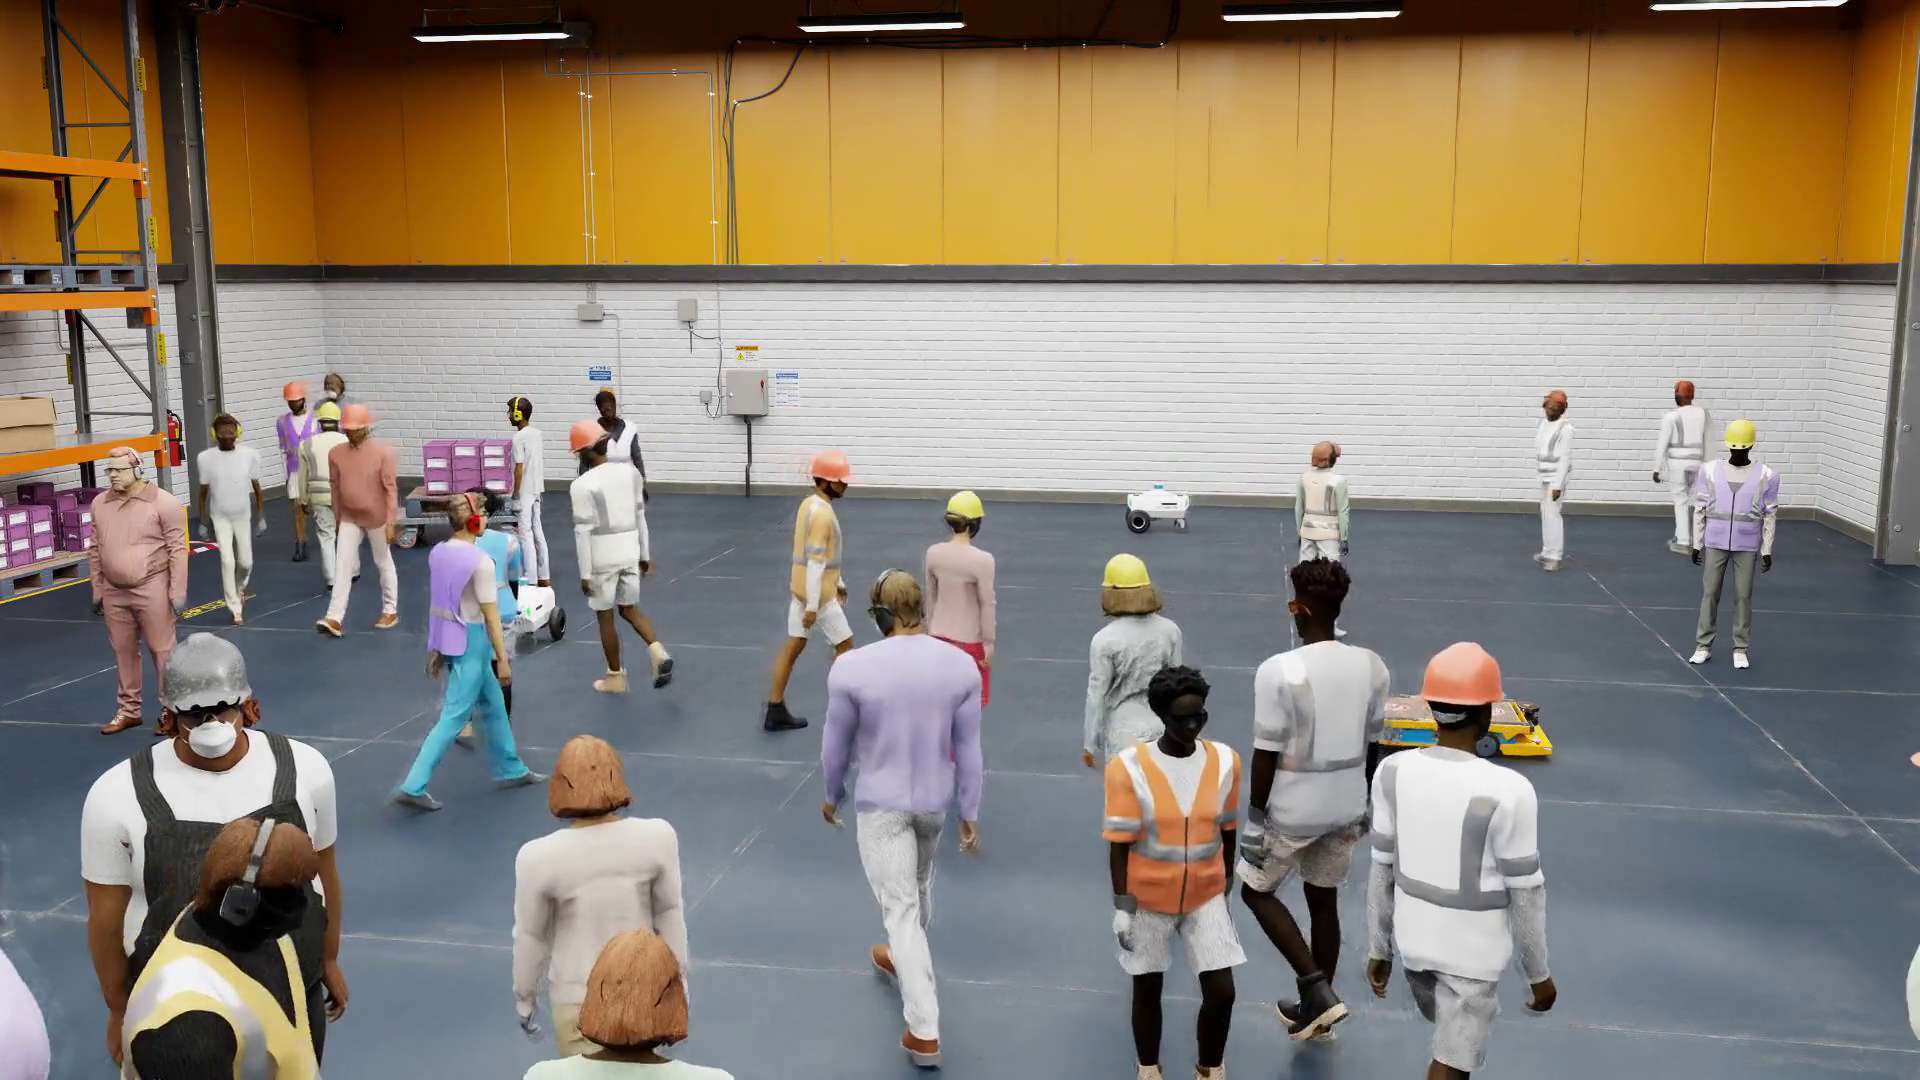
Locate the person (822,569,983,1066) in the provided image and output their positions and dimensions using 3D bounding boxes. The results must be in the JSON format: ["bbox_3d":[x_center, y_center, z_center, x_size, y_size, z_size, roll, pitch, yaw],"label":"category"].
[{"bbox_3d":[-0.221,1.049,6.624,0.616,1.881,1.018,-5,10,-26],"label":"person"}]

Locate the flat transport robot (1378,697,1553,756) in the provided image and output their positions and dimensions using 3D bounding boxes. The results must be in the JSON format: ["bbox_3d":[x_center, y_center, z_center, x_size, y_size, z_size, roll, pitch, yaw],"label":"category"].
[{"bbox_3d":[3.023,1.179,10.728,1.431,0.197,0.652,2,9,10],"label":"flat transport robot"}]

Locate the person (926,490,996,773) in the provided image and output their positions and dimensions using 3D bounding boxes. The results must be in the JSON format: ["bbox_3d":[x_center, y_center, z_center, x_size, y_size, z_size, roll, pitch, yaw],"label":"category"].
[{"bbox_3d":[-0.040,0.585,9.859,0.528,1.753,0.550,7,12,38],"label":"person"}]

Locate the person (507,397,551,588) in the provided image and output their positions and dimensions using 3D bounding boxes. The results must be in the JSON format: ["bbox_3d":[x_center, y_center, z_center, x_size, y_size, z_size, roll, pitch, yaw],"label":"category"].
[{"bbox_3d":[-4.115,-0.428,15.792,0.314,1.859,0.509,2,9,11],"label":"person"}]

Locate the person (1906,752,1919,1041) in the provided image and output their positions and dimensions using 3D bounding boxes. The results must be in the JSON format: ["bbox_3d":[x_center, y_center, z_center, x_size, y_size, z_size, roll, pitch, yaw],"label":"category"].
[{"bbox_3d":[2.711,1.378,4.244,0.837,1.974,0.632,5,11,29],"label":"person"}]

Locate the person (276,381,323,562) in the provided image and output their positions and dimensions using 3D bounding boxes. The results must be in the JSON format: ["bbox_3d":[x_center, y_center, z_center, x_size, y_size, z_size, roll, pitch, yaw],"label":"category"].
[{"bbox_3d":[-6.950,-0.759,17.754,0.595,1.900,0.935,-1,9,-5],"label":"person"}]

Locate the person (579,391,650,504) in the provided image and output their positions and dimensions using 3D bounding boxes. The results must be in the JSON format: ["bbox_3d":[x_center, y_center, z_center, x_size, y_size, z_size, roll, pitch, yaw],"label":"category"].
[{"bbox_3d":[-3.385,-0.517,16.224,0.624,1.893,0.459,-8,12,-41],"label":"person"}]

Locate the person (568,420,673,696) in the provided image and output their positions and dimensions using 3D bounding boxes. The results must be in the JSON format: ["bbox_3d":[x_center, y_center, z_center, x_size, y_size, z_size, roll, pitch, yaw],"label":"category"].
[{"bbox_3d":[-2.410,0.150,11.763,0.682,2.003,0.690,7,12,39],"label":"person"}]

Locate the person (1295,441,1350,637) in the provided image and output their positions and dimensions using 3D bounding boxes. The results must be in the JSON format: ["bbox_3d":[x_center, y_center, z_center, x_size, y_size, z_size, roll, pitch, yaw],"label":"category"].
[{"bbox_3d":[3.019,-0.009,13.872,0.310,1.636,0.523,-8,12,-39],"label":"person"}]

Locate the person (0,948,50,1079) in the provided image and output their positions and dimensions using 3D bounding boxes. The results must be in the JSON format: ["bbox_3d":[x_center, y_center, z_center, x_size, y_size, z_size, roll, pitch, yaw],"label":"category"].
[{"bbox_3d":[-2.103,1.522,3.611,0.552,1.892,0.651,-8,12,-41],"label":"person"}]

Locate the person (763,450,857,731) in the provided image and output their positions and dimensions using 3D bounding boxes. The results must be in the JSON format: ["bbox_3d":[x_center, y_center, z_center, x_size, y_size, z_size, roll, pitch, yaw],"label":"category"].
[{"bbox_3d":[-0.852,0.333,10.981,0.994,1.872,0.577,-3,10,-20],"label":"person"}]

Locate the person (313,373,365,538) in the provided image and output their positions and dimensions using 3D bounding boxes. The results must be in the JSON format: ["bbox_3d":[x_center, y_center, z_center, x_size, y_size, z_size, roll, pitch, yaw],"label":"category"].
[{"bbox_3d":[-7.044,-0.977,19.047,0.637,1.914,0.796,1,9,4],"label":"person"}]

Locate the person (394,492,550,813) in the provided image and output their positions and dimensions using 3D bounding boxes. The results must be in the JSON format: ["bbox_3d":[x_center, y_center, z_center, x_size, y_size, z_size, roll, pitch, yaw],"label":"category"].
[{"bbox_3d":[-2.819,0.627,9.453,0.983,1.809,0.578,-8,12,-41],"label":"person"}]

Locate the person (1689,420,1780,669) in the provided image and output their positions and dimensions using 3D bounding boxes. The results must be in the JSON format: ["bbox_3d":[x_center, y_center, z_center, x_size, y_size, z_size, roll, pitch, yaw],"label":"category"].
[{"bbox_3d":[5.931,0.029,12.770,0.585,1.918,0.378,5,11,29],"label":"person"}]

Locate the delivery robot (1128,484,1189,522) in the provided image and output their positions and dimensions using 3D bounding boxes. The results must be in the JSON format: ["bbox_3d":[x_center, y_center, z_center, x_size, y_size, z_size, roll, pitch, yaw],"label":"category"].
[{"bbox_3d":[2.320,-0.418,19.469,0.707,0.478,0.477,1,9,4],"label":"delivery robot"}]

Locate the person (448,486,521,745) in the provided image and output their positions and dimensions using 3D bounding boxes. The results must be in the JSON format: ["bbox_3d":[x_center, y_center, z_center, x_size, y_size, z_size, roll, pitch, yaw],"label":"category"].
[{"bbox_3d":[-3.083,0.488,10.642,0.560,1.674,0.604,-8,12,-42],"label":"person"}]

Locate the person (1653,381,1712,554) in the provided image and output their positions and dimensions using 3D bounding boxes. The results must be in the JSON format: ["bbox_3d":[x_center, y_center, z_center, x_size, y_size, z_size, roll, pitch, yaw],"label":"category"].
[{"bbox_3d":[7.805,-0.799,18.063,0.602,1.860,0.663,-2,9,-12],"label":"person"}]

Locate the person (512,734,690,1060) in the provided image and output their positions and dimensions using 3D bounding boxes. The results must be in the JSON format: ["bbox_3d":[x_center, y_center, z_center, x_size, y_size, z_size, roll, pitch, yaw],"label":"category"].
[{"bbox_3d":[-1.121,1.398,5.184,0.534,1.615,0.400,-4,10,-22],"label":"person"}]

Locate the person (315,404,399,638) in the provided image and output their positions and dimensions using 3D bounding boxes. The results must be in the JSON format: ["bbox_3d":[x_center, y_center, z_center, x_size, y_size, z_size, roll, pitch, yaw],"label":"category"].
[{"bbox_3d":[-5.006,-0.155,13.855,0.641,1.931,1.017,1,9,6],"label":"person"}]

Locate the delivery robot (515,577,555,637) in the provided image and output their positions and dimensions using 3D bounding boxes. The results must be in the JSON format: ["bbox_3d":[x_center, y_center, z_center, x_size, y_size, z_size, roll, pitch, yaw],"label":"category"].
[{"bbox_3d":[-3.538,0.548,13.474,0.477,0.478,0.707,0,9,2],"label":"delivery robot"}]

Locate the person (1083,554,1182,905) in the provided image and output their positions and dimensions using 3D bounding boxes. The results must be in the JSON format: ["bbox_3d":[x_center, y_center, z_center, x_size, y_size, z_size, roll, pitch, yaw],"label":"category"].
[{"bbox_3d":[0.785,0.916,7.845,0.505,1.716,0.591,-5,11,-29],"label":"person"}]

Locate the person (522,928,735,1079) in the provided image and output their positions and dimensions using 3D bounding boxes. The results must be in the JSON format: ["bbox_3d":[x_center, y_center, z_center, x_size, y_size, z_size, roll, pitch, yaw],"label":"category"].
[{"bbox_3d":[-0.712,1.643,3.765,0.507,1.588,0.820,1,9,6],"label":"person"}]

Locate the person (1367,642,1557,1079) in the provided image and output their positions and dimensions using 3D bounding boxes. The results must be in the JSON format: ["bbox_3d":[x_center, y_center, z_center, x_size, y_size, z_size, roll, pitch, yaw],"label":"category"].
[{"bbox_3d":[1.483,1.268,5.167,0.951,1.903,0.554,-7,11,-36],"label":"person"}]

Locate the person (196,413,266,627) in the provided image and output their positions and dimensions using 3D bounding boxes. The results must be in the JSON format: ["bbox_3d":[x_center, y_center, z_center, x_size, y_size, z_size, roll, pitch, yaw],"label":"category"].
[{"bbox_3d":[-6.317,-0.197,14.413,0.546,1.838,0.623,-5,11,-30],"label":"person"}]

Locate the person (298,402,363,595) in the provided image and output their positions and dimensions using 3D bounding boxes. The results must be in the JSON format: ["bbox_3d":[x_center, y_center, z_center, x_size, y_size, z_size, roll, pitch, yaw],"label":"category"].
[{"bbox_3d":[-5.965,-0.412,15.848,0.616,1.794,0.835,-3,10,-16],"label":"person"}]

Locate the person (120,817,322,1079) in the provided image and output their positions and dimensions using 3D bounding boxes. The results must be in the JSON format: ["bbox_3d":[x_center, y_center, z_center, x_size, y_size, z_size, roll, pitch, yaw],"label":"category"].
[{"bbox_3d":[-1.647,1.516,3.939,0.779,1.795,0.676,-1,9,-6],"label":"person"}]

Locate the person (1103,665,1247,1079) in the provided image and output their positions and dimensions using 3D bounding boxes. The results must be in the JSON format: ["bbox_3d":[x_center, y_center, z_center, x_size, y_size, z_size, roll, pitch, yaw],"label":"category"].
[{"bbox_3d":[0.755,1.268,5.804,0.537,1.681,0.483,-2,9,-10],"label":"person"}]

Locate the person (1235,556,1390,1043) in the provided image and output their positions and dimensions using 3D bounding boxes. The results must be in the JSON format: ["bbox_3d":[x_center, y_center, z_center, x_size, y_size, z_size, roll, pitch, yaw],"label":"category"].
[{"bbox_3d":[1.368,1.034,6.453,0.639,1.942,0.463,-5,10,-27],"label":"person"}]

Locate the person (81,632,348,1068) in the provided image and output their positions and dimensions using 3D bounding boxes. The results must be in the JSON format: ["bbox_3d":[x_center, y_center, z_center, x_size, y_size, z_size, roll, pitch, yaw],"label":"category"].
[{"bbox_3d":[-2.082,1.260,4.753,0.688,2.000,0.539,-6,11,-34],"label":"person"}]

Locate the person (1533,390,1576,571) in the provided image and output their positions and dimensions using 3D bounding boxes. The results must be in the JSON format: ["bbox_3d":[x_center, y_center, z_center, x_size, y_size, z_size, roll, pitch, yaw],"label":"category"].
[{"bbox_3d":[6.044,-0.618,17.026,0.373,1.855,0.750,-1,9,-5],"label":"person"}]

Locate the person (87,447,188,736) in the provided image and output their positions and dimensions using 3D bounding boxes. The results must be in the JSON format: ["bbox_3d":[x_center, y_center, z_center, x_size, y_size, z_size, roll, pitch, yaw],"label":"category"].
[{"bbox_3d":[-5.384,0.340,10.887,0.680,1.906,0.400,1,9,7],"label":"person"}]
